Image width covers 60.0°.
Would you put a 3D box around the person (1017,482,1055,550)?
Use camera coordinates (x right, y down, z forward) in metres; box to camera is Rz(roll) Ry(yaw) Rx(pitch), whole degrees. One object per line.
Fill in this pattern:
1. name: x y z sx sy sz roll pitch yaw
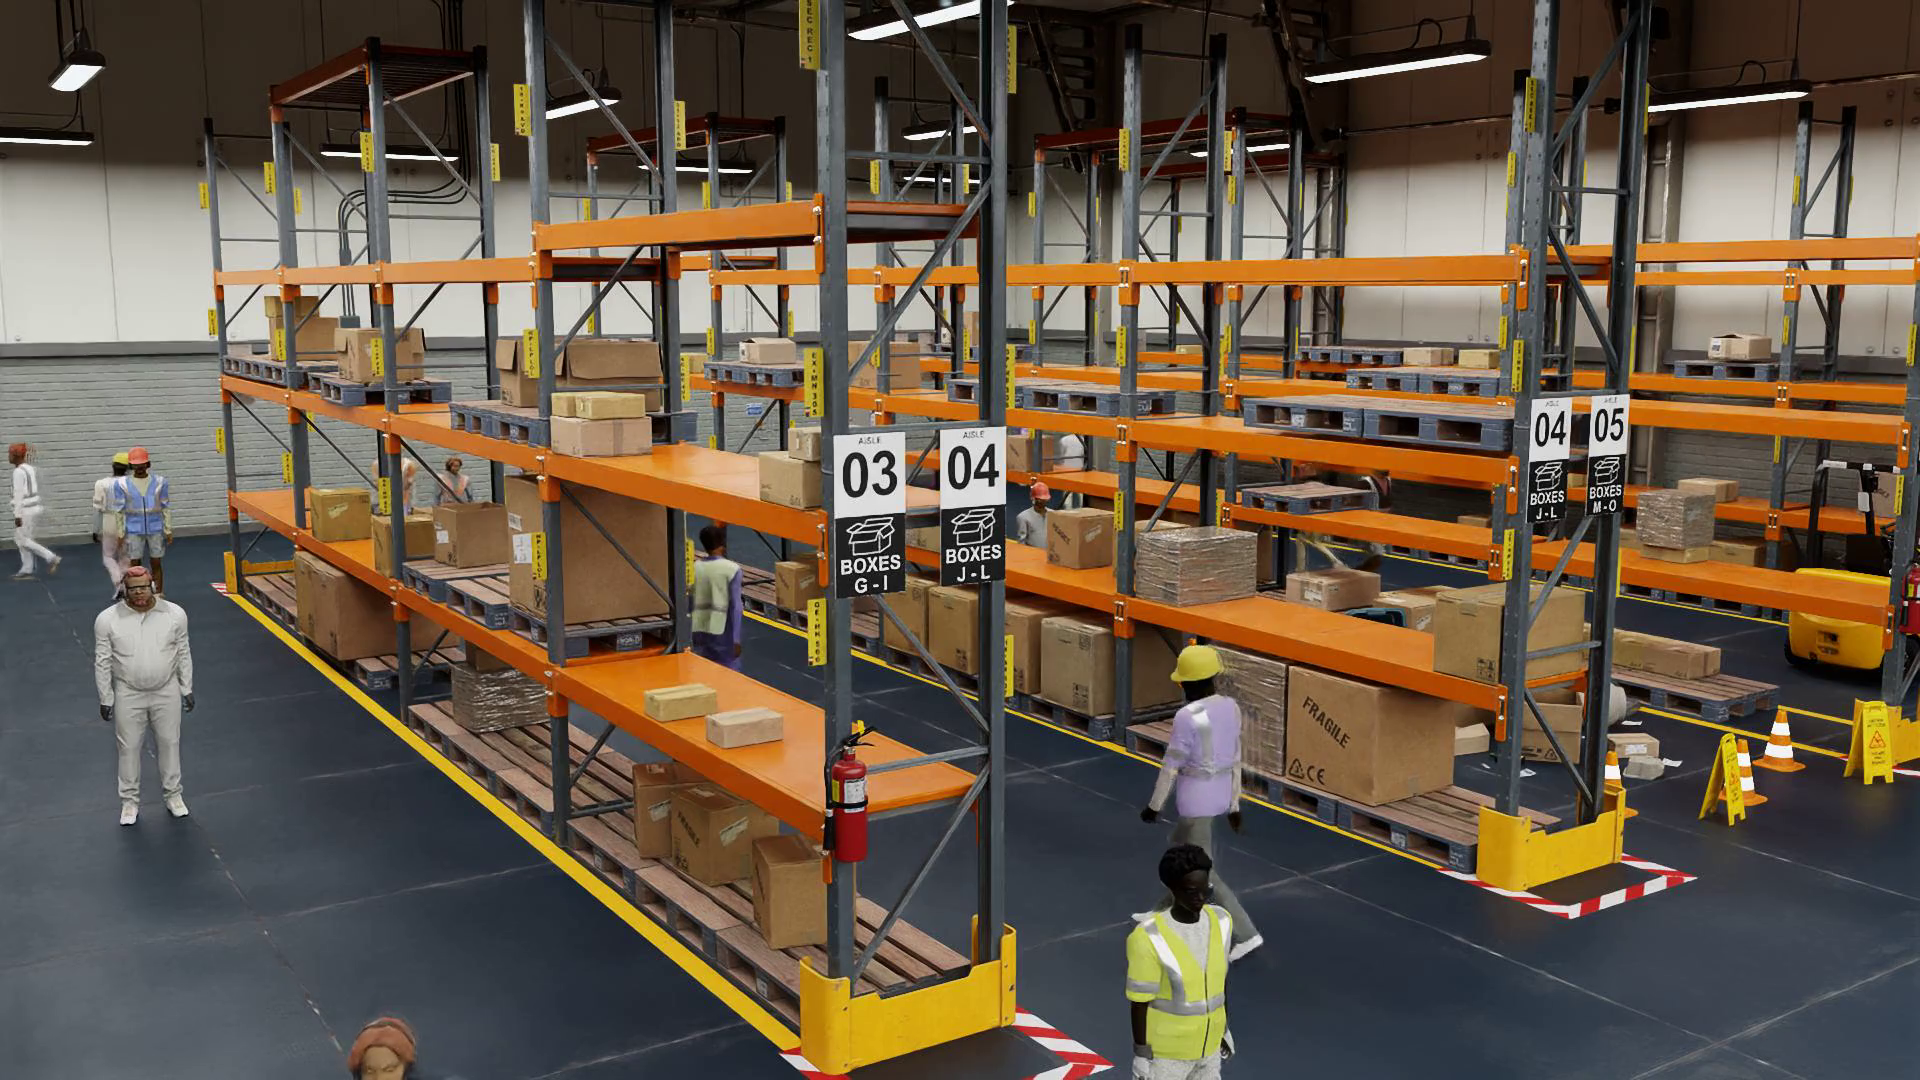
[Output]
1. person: 0.906 0.212 18.898 0.573 1.749 0.338 -6 10 -33

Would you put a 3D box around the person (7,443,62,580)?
1. person: -12.546 -0.379 22.441 0.585 1.870 0.587 -3 9 -17

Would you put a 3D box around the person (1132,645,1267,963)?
1. person: 1.434 1.522 9.850 0.973 1.854 0.575 6 11 36

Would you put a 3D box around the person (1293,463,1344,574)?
1. person: 4.792 -0.240 22.418 0.675 1.602 0.534 6 11 36

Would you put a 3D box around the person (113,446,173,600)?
1. person: -9.866 -0.115 20.121 0.615 2.041 0.384 -6 10 -33

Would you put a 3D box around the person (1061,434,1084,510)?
1. person: 2.019 -1.235 28.655 0.570 1.708 0.856 3 9 21

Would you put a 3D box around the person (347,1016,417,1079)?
1. person: -1.820 2.316 5.426 0.516 1.597 0.856 -3 9 -17

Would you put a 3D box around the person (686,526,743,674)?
1. person: -2.135 0.820 14.451 0.629 1.874 0.451 4 9 25

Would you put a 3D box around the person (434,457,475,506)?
1. person: -6.957 -0.338 23.012 0.541 1.602 0.705 -7 11 -39

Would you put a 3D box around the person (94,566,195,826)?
1. person: -5.991 1.134 12.255 0.652 1.906 0.405 -6 10 -33

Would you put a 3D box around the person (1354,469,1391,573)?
1. person: 5.060 -0.162 20.556 0.739 2.013 0.629 8 12 42

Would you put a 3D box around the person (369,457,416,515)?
1. person: -7.959 -0.527 23.311 0.638 1.912 0.401 0 9 -3

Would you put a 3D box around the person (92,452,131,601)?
1. person: -10.532 -0.146 20.888 0.578 1.883 0.627 8 12 44

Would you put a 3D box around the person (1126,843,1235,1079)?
1. person: 0.908 2.057 6.802 0.541 1.695 0.316 -6 10 -33

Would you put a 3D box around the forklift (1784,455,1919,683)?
1. forklift: 9.643 0.253 17.172 2.313 2.155 1.214 -6 10 -33
